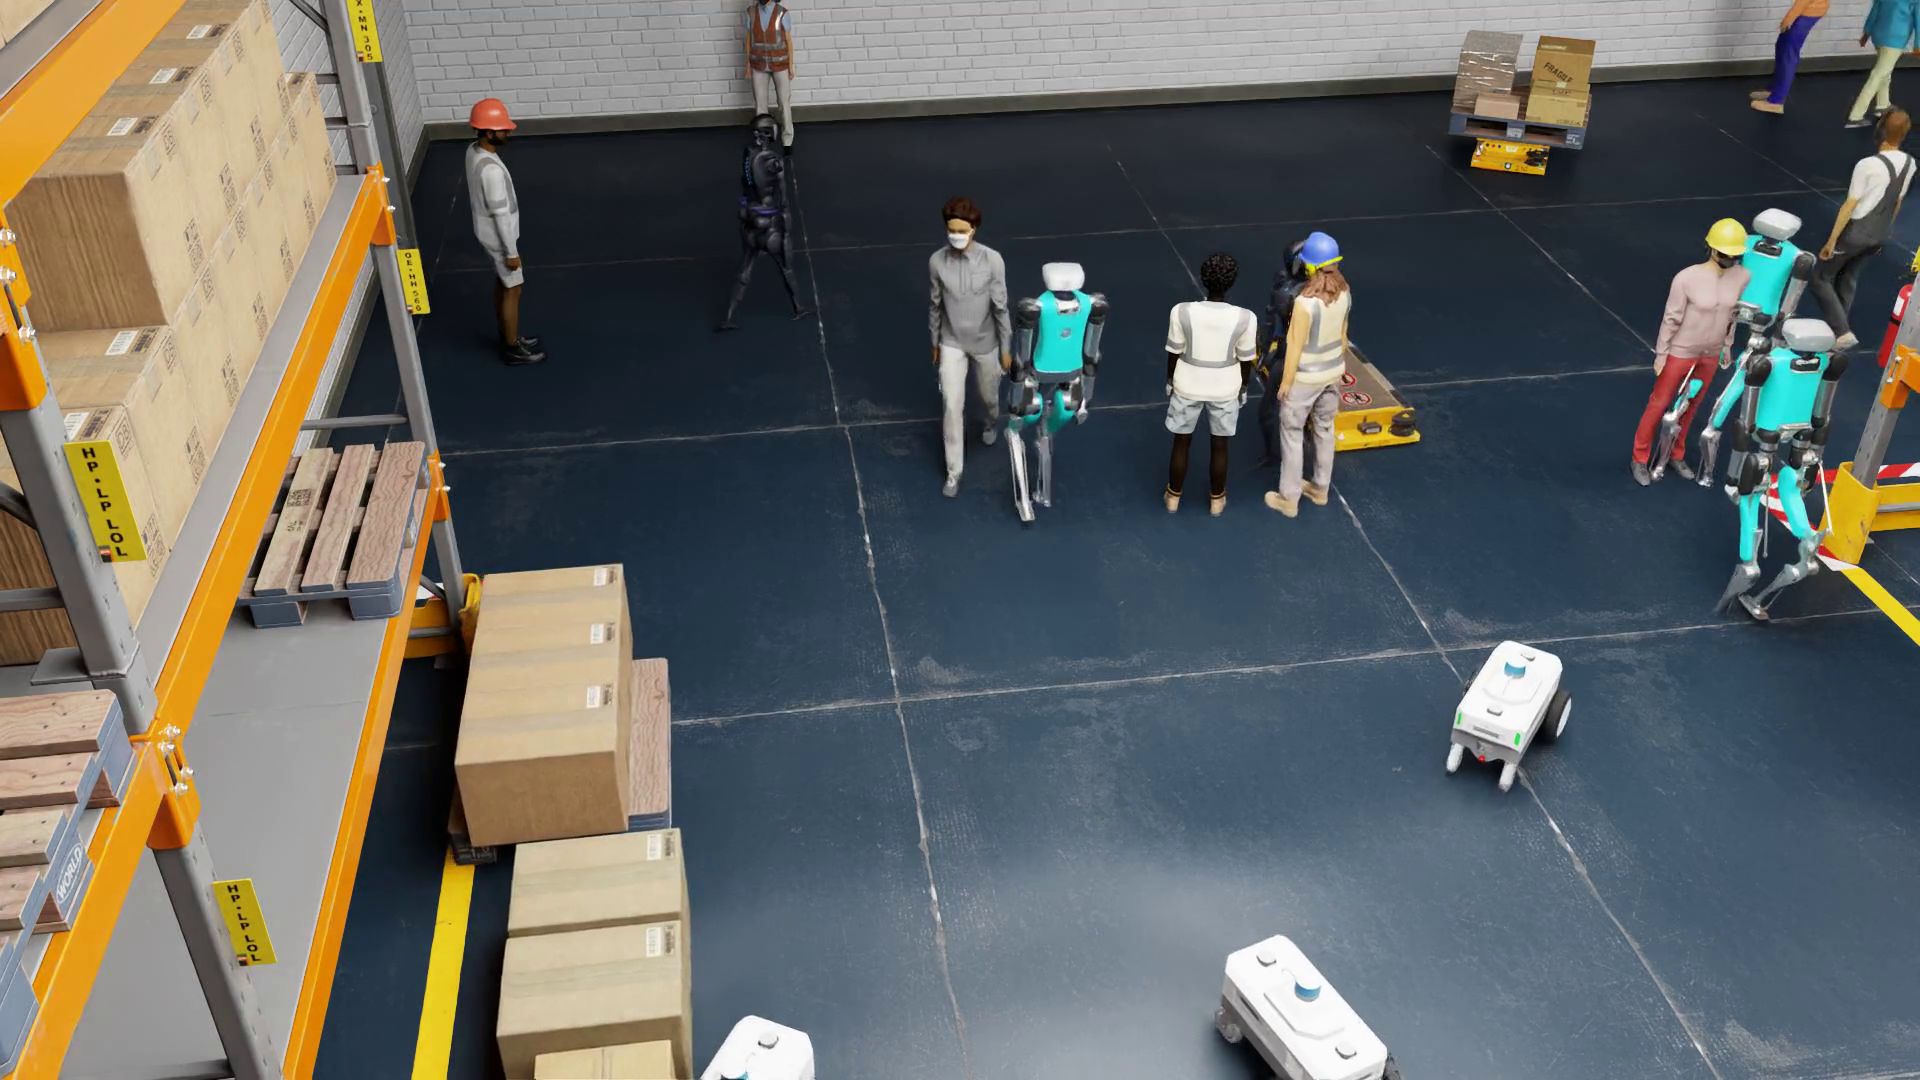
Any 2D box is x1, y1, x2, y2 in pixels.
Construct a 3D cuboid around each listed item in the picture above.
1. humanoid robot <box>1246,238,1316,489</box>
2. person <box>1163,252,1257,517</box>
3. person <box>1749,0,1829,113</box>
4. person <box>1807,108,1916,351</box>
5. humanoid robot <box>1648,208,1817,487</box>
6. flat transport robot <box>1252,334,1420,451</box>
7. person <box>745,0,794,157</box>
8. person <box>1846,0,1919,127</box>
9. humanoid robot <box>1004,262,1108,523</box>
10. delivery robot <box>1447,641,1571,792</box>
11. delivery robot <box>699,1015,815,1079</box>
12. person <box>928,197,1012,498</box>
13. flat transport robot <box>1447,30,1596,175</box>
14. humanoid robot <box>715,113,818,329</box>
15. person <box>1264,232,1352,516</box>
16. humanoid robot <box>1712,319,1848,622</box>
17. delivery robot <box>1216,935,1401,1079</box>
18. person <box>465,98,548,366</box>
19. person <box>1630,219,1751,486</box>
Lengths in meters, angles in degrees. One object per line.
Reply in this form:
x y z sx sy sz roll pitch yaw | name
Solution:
2.046 -1.094 10.248 0.332 1.649 0.608 -15 36 -22 | humanoid robot
1.479 -0.906 9.941 0.532 1.690 0.320 4 33 6 | person
8.170 -5.160 16.204 0.495 1.971 0.561 14 36 20 | person
6.298 -2.116 11.668 0.533 1.825 0.445 -12 35 -18 | person
4.675 -1.093 10.186 0.798 1.770 0.533 -28 42 -36 | humanoid robot
2.559 -1.047 11.457 0.659 0.231 1.431 -7 34 -11 | flat transport robot
-1.733 -4.340 15.199 0.441 1.688 0.304 4 33 7 | person
9.019 -4.826 15.915 0.809 1.717 0.562 -9 34 -13 | person
0.493 -0.883 9.893 0.548 1.824 0.772 -8 34 -13 | humanoid robot
2.737 0.827 8.315 0.499 0.585 0.765 20 38 27 | delivery robot
-0.839 2.204 6.228 0.511 0.611 0.782 13 35 18 | delivery robot
0.074 -1.267 10.334 0.552 1.871 0.867 5 33 8 | person
5.227 -3.789 15.658 0.659 0.231 1.431 12 35 17 | flat transport robot
-1.467 -2.314 12.172 0.823 1.631 0.598 -25 41 -33 | humanoid robot
2.102 -0.998 10.021 0.480 1.756 0.394 -22 39 -29 | person
4.439 -0.214 8.926 0.540 1.877 0.729 -4 33 -6 | humanoid robot
1.358 1.949 6.591 0.499 0.581 0.768 -15 36 -22 | delivery robot
-3.182 -2.134 11.613 0.382 1.924 0.546 -16 36 -23 | person
4.526 -1.147 10.239 0.532 1.767 0.322 -7 34 -11 | person
